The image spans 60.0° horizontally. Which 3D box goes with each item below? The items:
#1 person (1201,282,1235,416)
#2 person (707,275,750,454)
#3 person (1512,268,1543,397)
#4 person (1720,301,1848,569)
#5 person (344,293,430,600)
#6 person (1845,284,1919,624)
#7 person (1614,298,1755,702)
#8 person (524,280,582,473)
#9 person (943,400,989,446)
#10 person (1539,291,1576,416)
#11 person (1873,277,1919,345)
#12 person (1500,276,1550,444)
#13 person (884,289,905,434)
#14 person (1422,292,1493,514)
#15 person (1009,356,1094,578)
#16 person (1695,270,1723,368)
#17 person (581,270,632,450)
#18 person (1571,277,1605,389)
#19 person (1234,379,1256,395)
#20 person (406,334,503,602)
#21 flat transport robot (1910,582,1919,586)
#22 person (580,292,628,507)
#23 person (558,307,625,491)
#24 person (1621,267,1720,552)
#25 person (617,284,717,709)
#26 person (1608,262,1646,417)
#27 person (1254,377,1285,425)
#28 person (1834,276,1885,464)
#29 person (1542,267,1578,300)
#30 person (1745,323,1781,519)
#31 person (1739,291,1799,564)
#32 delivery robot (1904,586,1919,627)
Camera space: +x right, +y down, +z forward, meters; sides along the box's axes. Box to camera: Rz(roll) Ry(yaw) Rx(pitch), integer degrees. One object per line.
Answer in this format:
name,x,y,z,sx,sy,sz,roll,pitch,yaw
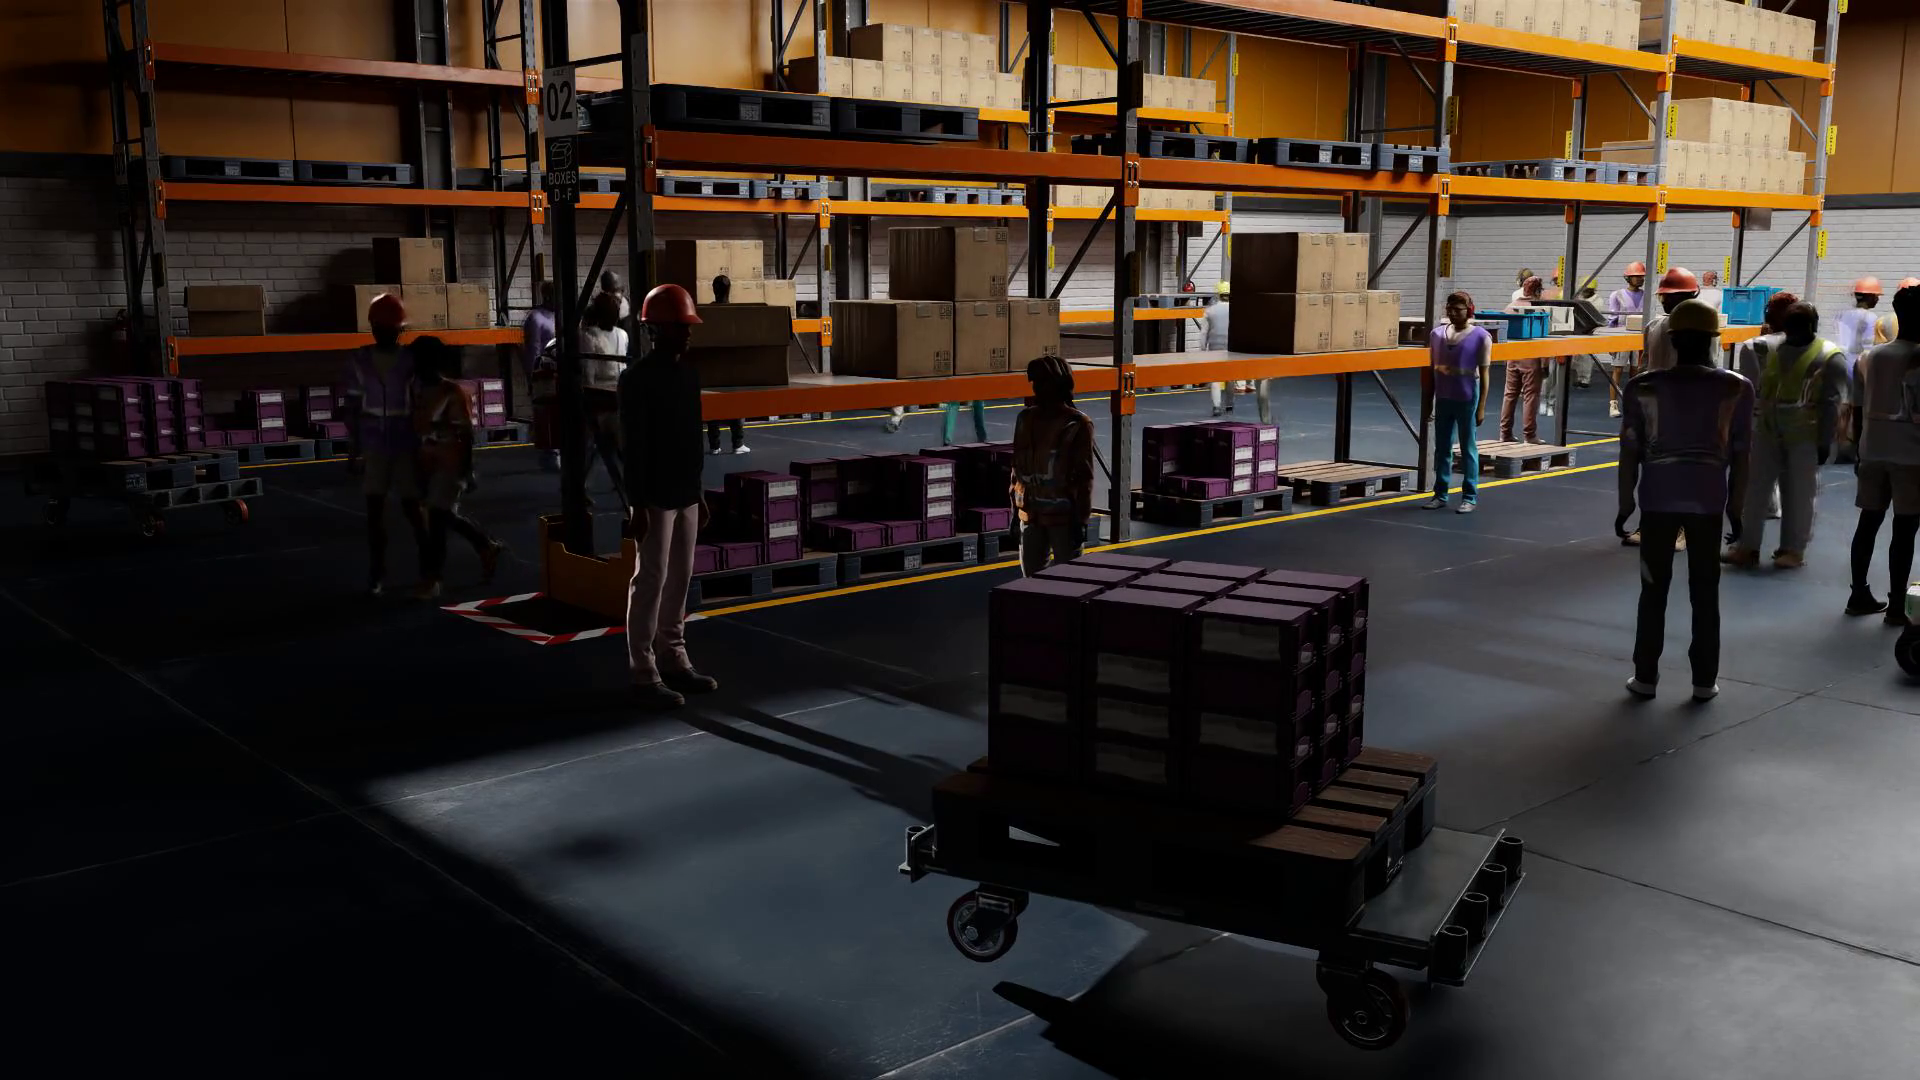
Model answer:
person,3.531,-2.555,22.265,0.613,1.786,0.945,2,10,12
person,-2.550,-1.876,17.878,0.587,1.920,0.391,2,10,9
person,8.519,-3.127,25.145,0.632,1.940,0.372,-7,12,-36
person,5.527,-0.686,11.185,0.741,1.819,0.659,-7,12,-34
person,-3.555,-0.601,10.463,0.607,1.906,0.665,-1,10,-4
person,5.459,-0.498,9.670,0.363,1.965,0.610,-3,10,-18
person,3.450,-0.185,7.967,0.588,1.923,0.383,3,10,20
person,-3.921,-1.591,16.319,0.584,1.889,0.647,2,10,14
person,0.059,-1.836,18.209,0.531,1.728,0.884,4,11,25
person,7.911,-2.480,22.029,0.542,1.699,0.442,2,10,14
person,8.761,-1.467,15.465,0.543,1.927,0.383,4,11,24
person,6.436,-2.027,18.848,0.396,1.899,0.636,-6,11,-32
person,-0.789,-2.215,20.277,0.592,1.791,0.958,4,10,20
person,4.140,-1.138,13.814,0.388,1.837,0.565,-8,13,-39
person,0.448,-0.098,8.286,0.510,1.640,0.308,9,13,43
person,11.221,-3.086,24.994,0.402,1.911,0.638,-8,12,-38
person,-3.739,-1.957,17.999,0.716,2.000,0.780,-7,12,-36
person,10.018,-3.296,26.546,0.481,1.805,0.640,-3,10,-20
person,4.386,-3.192,25.554,0.627,1.932,0.361,-7,12,-37
person,-3.183,-0.471,10.465,0.544,1.660,0.779,7,12,35
flat transport robot,6.654,0.250,10.250,1.431,0.197,0.652,-4,10,-23
person,-2.961,-1.161,13.966,1.008,1.828,0.605,6,11,30
person,-3.255,-1.260,15.006,0.716,1.669,0.545,-4,10,-22
person,5.129,-0.935,12.010,0.379,2.044,0.607,-6,11,-32
person,-1.377,-0.212,7.914,0.396,1.992,0.619,4,10,22
person,8.858,-2.637,21.961,0.608,2.048,0.366,-1,10,-4
person,3.418,-1.999,18.865,0.534,1.824,0.763,6,11,32
person,9.139,-1.710,16.920,0.400,1.923,0.542,-2,10,-12
person,9.227,-3.241,25.744,0.628,1.975,0.729,2,10,12
person,6.572,-0.991,13.513,0.308,1.640,0.511,-3,10,-15
person,5.620,-0.766,11.478,0.587,1.883,0.342,0,10,0
delivery robot,5.166,0.380,8.366,0.707,0.478,0.477,7,11,34
